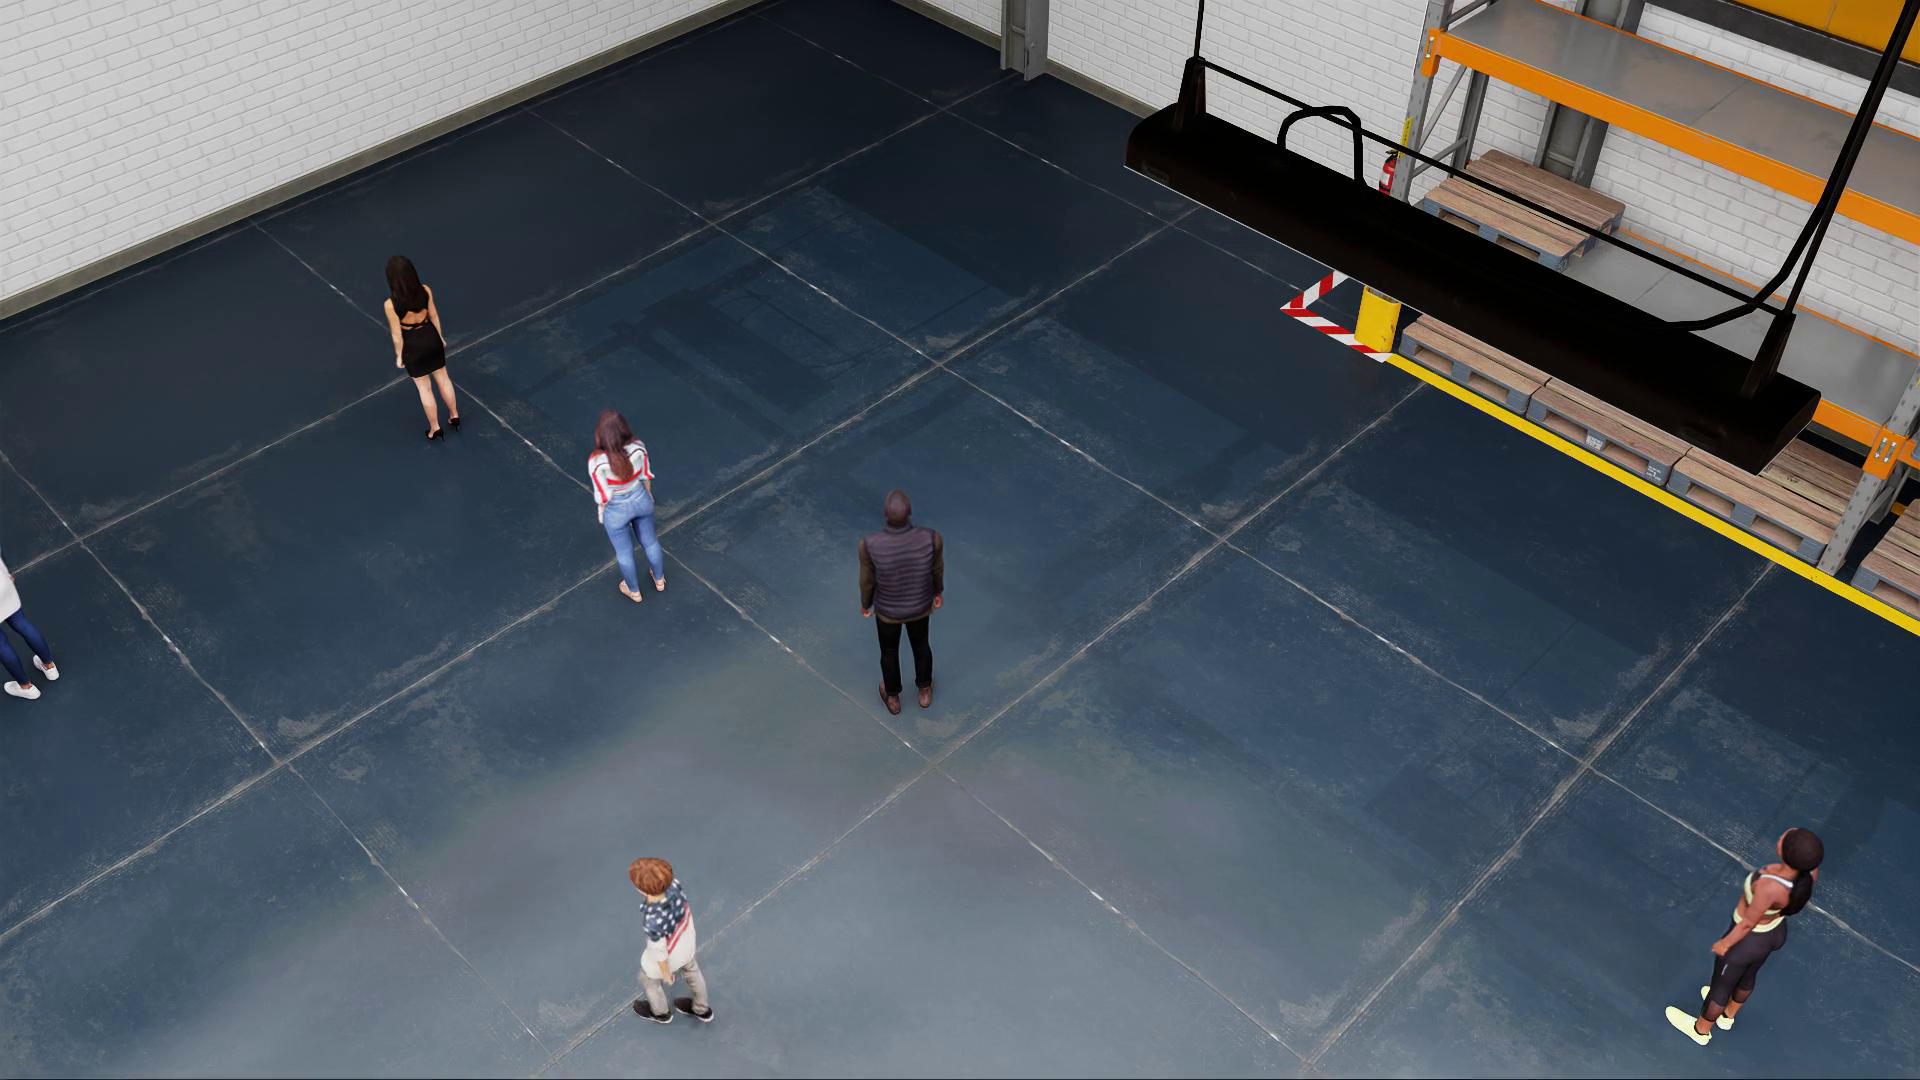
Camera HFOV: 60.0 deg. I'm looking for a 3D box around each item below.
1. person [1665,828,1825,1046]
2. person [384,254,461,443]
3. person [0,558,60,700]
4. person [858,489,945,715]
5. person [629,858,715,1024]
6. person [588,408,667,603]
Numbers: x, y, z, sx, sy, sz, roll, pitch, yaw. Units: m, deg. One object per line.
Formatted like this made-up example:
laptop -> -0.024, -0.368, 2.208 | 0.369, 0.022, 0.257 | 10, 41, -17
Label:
person -> 4.224, 2.112, 8.838 | 0.616, 1.755, 0.605 | -20, 47, -20
person -> -4.090, -1.451, 12.654 | 0.557, 1.650, 0.469 | -33, 53, -30
person -> -6.282, 0.337, 10.687 | 0.623, 1.775, 0.663 | 21, 48, 21
person -> -0.370, 0.397, 10.580 | 0.775, 1.835, 0.778 | -8, 44, -9
person -> -1.511, 2.201, 8.986 | 0.752, 1.421, 0.646 | 17, 46, 17
person -> -2.288, -0.240, 11.411 | 0.632, 1.612, 0.563 | -25, 49, -24
